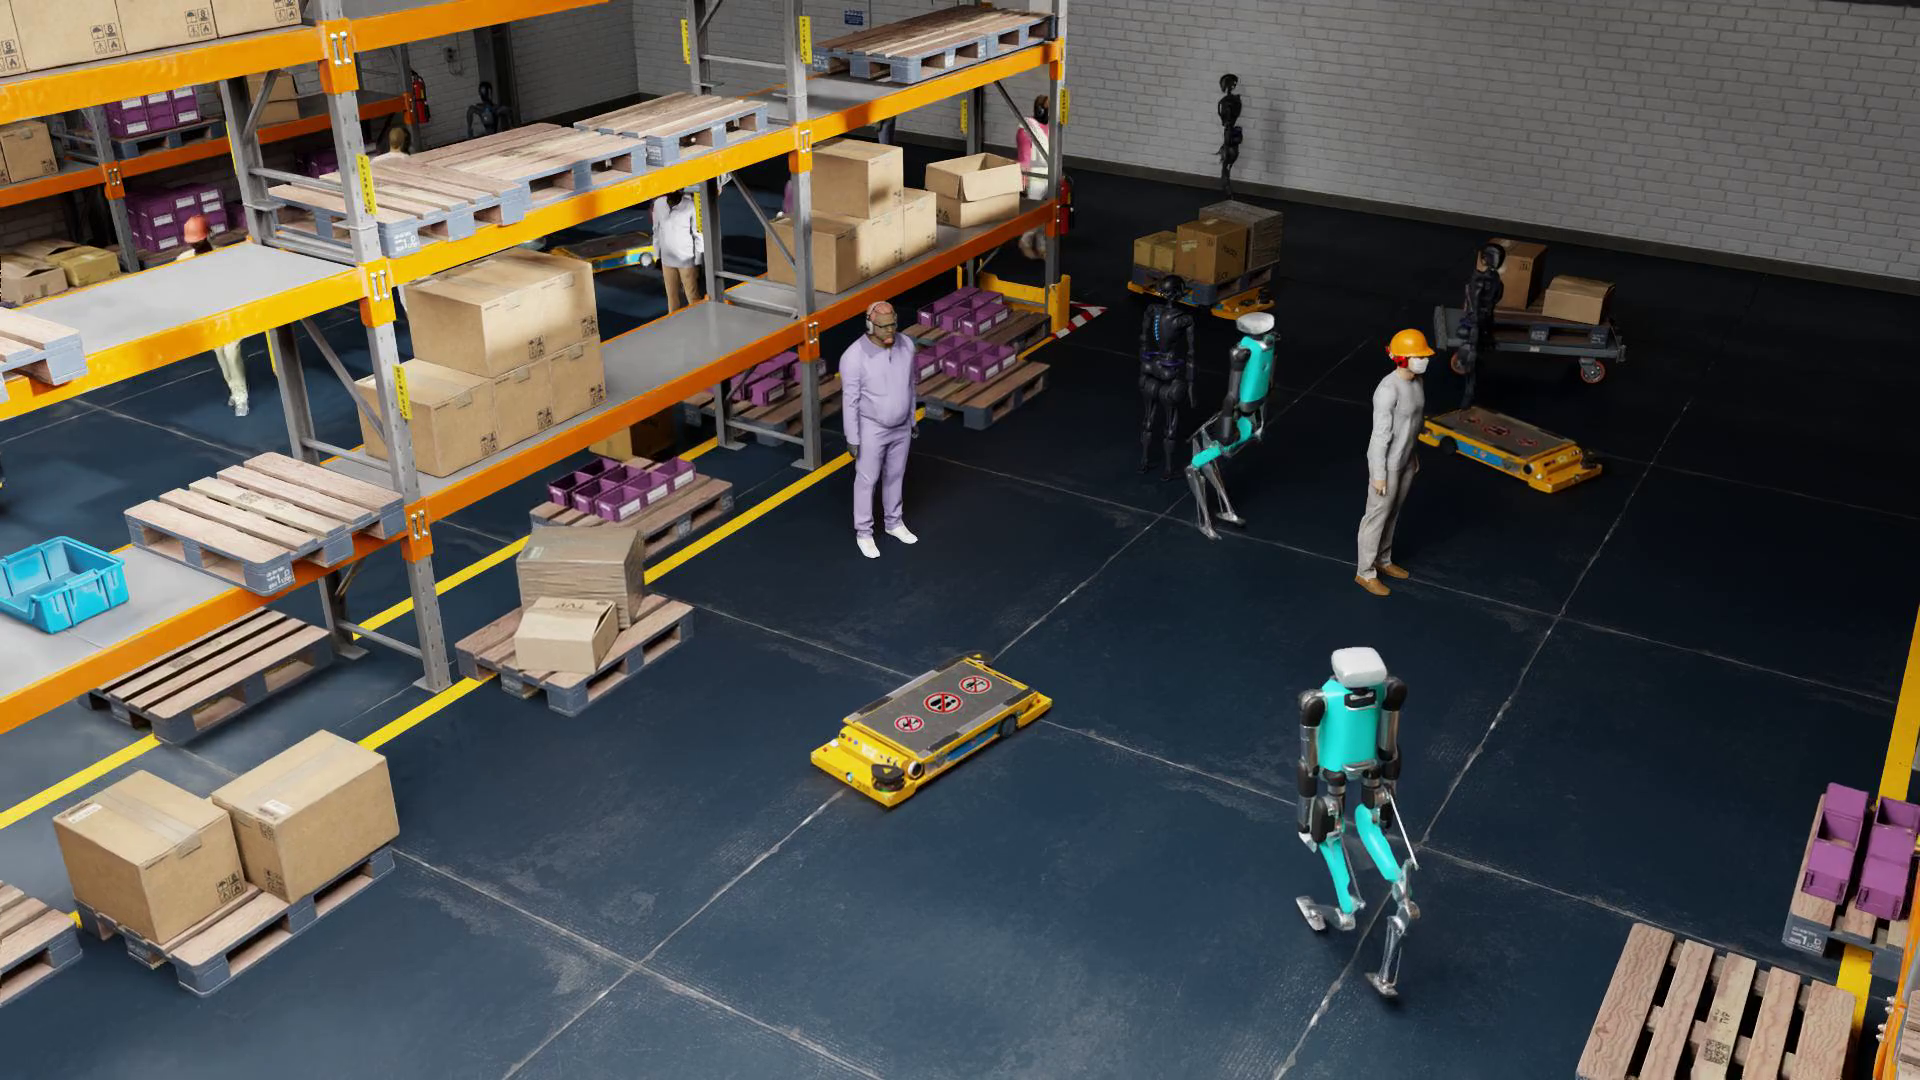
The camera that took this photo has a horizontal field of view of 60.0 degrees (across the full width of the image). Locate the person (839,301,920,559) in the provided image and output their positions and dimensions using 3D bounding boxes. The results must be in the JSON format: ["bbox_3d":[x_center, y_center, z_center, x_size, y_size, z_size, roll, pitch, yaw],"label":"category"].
[{"bbox_3d":[-0.544,-0.805,11.978,0.650,1.905,0.406,-21,34,-36],"label":"person"}]

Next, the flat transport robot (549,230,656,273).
[{"bbox_3d":[-3.911,-3.153,18.410,1.431,0.231,0.659,-20,33,-34],"label":"flat transport robot"}]

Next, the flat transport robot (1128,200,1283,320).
[{"bbox_3d":[2.504,-2.601,17.323,0.659,0.231,1.431,-24,35,-38],"label":"flat transport robot"}]

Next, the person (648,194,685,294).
[{"bbox_3d":[-3.059,-3.542,17.358,0.518,1.926,0.576,3,27,5],"label":"person"}]

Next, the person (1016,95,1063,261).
[{"bbox_3d":[0.895,-3.964,18.277,0.447,1.831,0.657,21,34,35],"label":"person"}]

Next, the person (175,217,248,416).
[{"bbox_3d":[-6.446,-1.922,14.362,0.598,1.724,0.713,-2,27,-4],"label":"person"}]

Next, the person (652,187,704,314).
[{"bbox_3d":[-2.690,-2.693,15.862,0.562,1.751,0.327,12,29,23],"label":"person"}]

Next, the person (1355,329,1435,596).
[{"bbox_3d":[2.999,-0.551,11.487,0.353,1.898,0.562,20,33,34],"label":"person"}]

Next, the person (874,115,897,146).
[{"bbox_3d":[-0.958,-5.336,21.201,0.280,1.631,0.502,10,29,19],"label":"person"}]

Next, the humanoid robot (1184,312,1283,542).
[{"bbox_3d":[1.939,-0.878,12.255,0.706,1.757,0.530,23,35,38],"label":"humanoid robot"}]

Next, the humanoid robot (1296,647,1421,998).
[{"bbox_3d":[1.918,1.404,7.850,0.544,1.752,1.043,-8,28,-14],"label":"humanoid robot"}]

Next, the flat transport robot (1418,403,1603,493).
[{"bbox_3d":[4.495,-0.778,13.730,0.659,0.231,1.431,-18,32,-31],"label":"flat transport robot"}]

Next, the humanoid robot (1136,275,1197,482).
[{"bbox_3d":[1.621,-1.297,13.183,0.315,1.657,0.599,-22,34,-36],"label":"humanoid robot"}]

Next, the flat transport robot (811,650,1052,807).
[{"bbox_3d":[-0.152,1.108,10.015,0.659,0.231,1.431,23,35,37],"label":"flat transport robot"}]

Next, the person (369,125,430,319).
[{"bbox_3d":[-5.551,-3.166,16.632,0.690,1.910,0.513,-5,27,-10],"label":"person"}]

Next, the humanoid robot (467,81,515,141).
[{"bbox_3d":[-5.571,-4.683,19.929,0.612,1.644,0.741,-2,27,-4],"label":"humanoid robot"}]

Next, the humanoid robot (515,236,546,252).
[{"bbox_3d":[-3.649,-1.568,13.698,0.552,1.755,1.017,6,28,12],"label":"humanoid robot"}]

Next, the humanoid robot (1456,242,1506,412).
[{"bbox_3d":[4.354,-1.684,13.967,0.327,1.656,0.589,15,30,27],"label":"humanoid robot"}]

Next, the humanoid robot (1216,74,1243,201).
[{"bbox_3d":[3.274,-4.786,20.075,0.381,1.637,0.583,3,27,5],"label":"humanoid robot"}]

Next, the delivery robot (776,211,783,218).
[{"bbox_3d":[-1.900,-3.453,18.696,0.522,0.604,0.776,0,27,1],"label":"delivery robot"}]

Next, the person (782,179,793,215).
[{"bbox_3d":[-1.484,-2.958,16.318,0.522,1.813,0.897,22,34,37],"label":"person"}]

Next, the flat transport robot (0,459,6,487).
[{"bbox_3d":[-8.046,-0.198,12.589,0.659,0.231,1.431,4,27,8],"label":"flat transport robot"}]
